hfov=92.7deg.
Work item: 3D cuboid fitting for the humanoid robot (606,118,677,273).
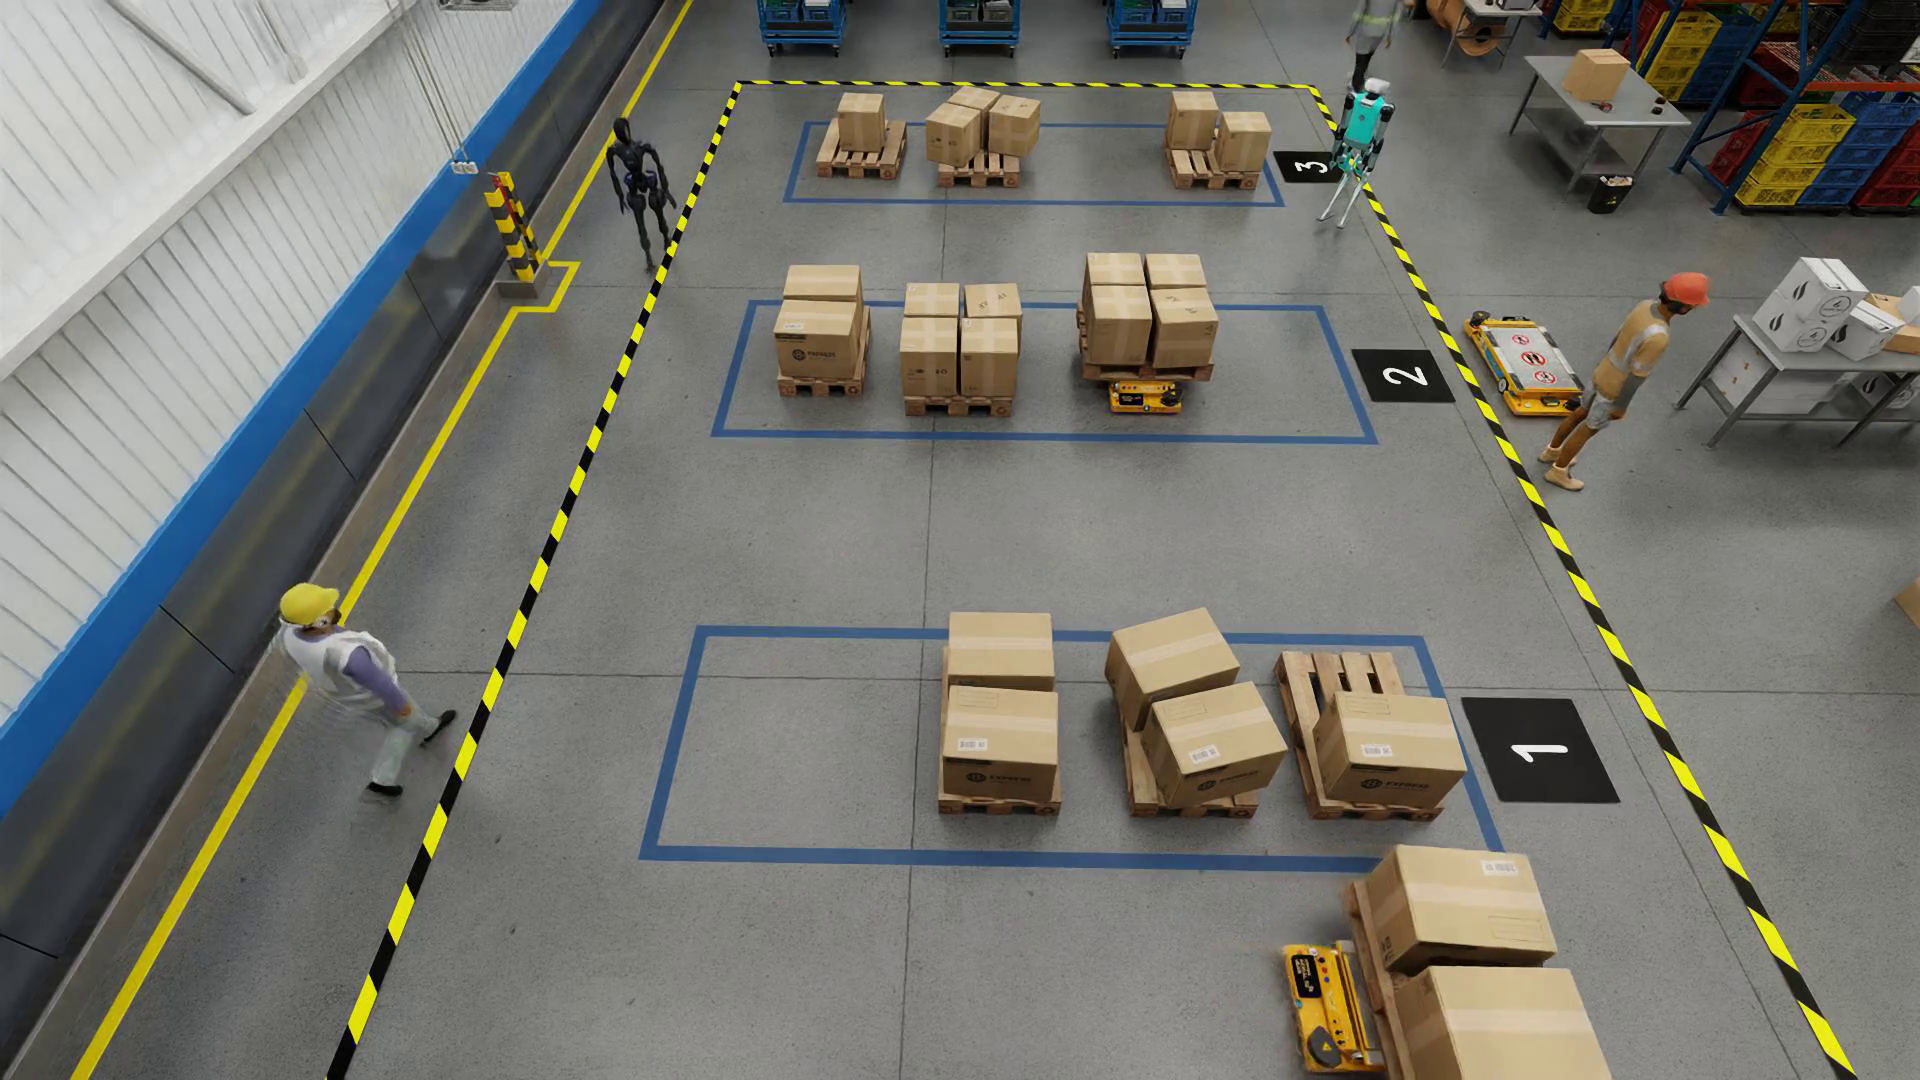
[{"bbox_3d":[-3.398,-3.731,9.866,0.609,1.623,0.789,-7,49,-6],"label":"humanoid robot"}]

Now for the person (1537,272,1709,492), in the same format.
[{"bbox_3d":[5.368,-1.280,7.469,0.383,2.045,0.604,13,50,11],"label":"person"}]

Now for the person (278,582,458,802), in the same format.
[{"bbox_3d":[-3.743,0.948,5.697,0.599,1.805,0.706,20,52,16],"label":"person"}]

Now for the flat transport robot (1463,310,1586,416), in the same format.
[{"bbox_3d":[5.573,-1.757,9.054,0.659,0.231,1.431,1,49,1],"label":"flat transport robot"}]

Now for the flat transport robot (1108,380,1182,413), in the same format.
[{"bbox_3d":[1.773,-1.807,9.079,0.652,0.197,1.431,1,49,1],"label":"flat transport robot"}]

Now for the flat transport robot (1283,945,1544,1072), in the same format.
[{"bbox_3d":[2.645,2.653,5.219,1.431,0.197,0.652,1,49,1],"label":"flat transport robot"}]

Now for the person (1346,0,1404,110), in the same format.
[{"bbox_3d":[5.602,-6.971,12.551,0.603,1.798,0.958,0,49,0],"label":"person"}]

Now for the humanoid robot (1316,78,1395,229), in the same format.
[{"bbox_3d":[4.487,-4.355,10.242,0.533,1.677,0.735,35,57,26],"label":"humanoid robot"}]
